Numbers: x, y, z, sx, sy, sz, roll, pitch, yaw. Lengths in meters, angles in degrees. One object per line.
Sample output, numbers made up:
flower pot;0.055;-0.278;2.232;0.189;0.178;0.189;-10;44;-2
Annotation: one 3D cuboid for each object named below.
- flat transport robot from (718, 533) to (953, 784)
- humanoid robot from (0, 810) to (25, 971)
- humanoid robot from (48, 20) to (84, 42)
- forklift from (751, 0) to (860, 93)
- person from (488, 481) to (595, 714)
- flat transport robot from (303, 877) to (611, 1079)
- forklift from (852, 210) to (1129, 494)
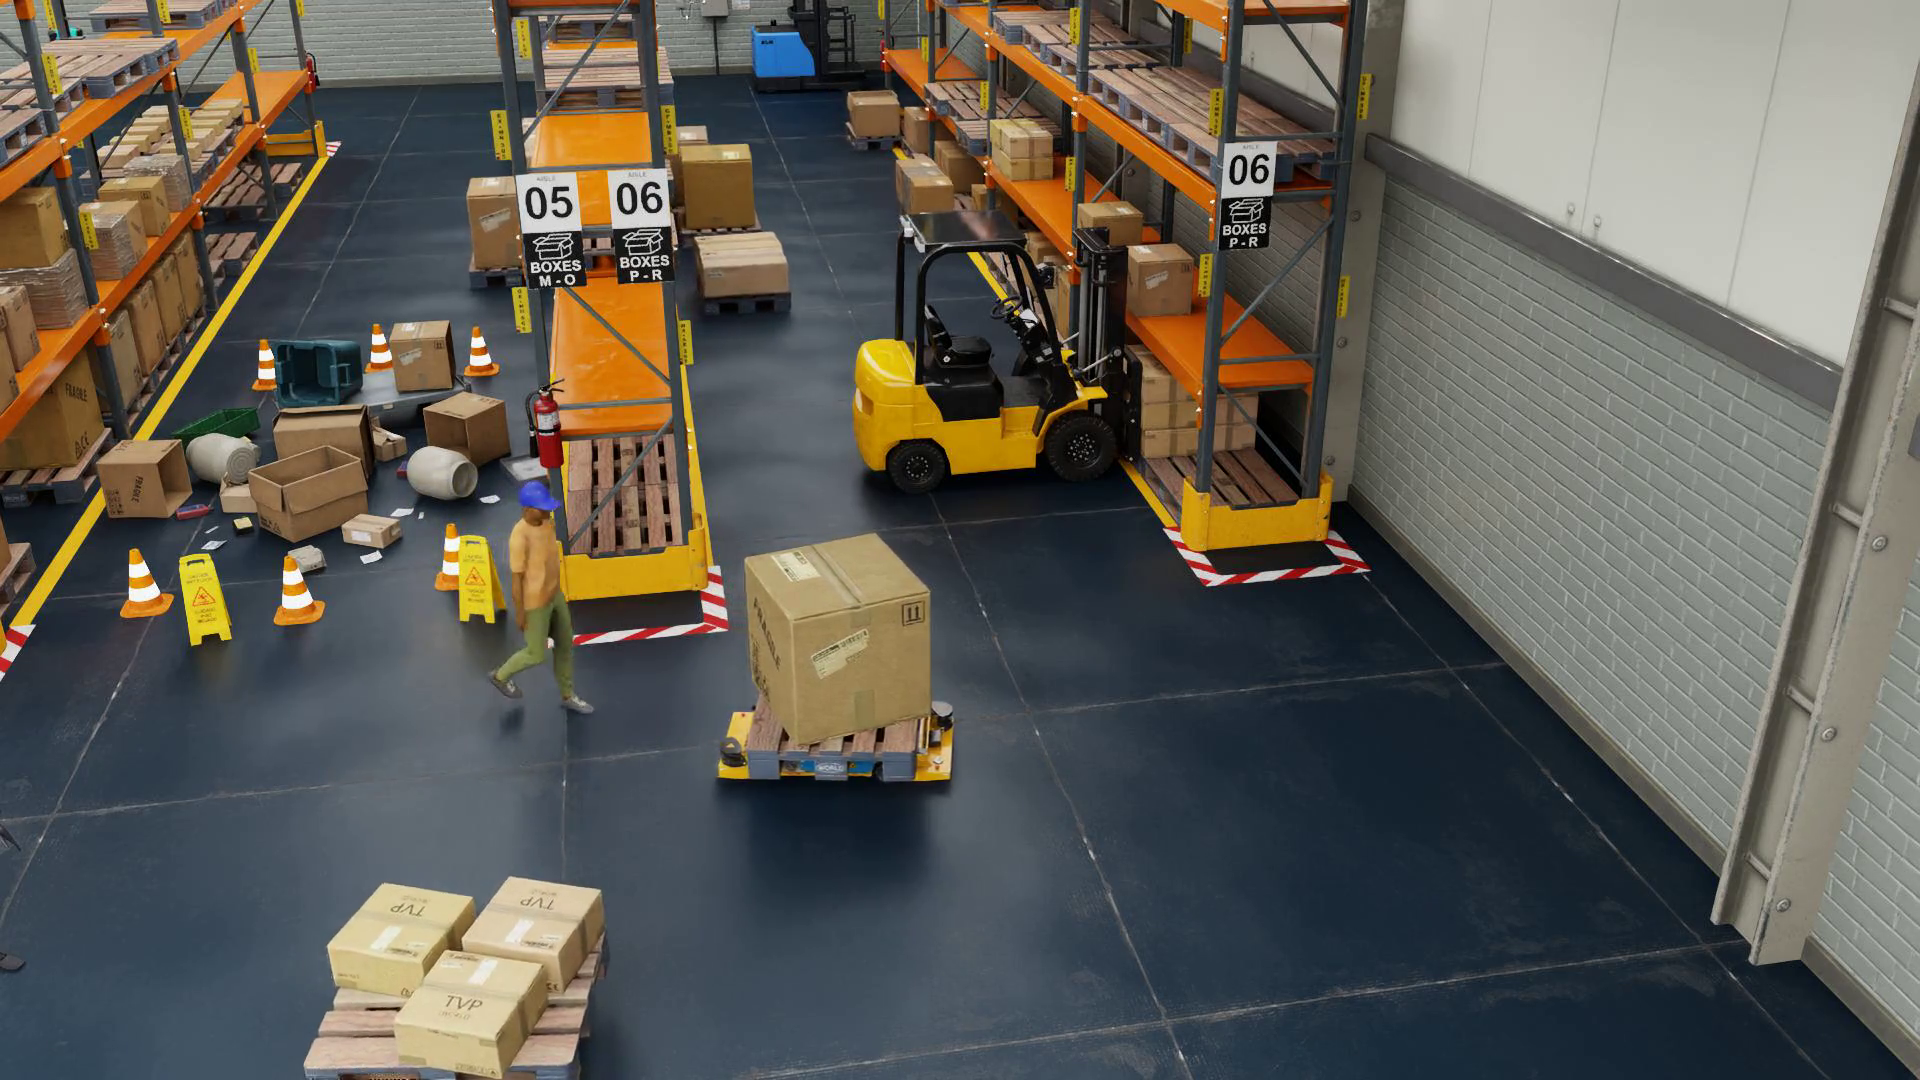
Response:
flat transport robot;-0.766;1.262;10.501;1.431;0.231;0.659;1;26;1
humanoid robot;-5.058;1.526;8.308;0.315;1.657;0.599;14;29;26
humanoid robot;-14.954;-7.883;27.890;0.530;1.777;0.974;-22;33;-38
forklift;-2.872;-9.679;30.288;1.873;2.768;1.129;-5;26;-10
person;-2.757;0.374;10.703;0.629;1.692;0.484;10;27;20
flat transport robot;-2.379;2.418;8.094;0.659;0.231;1.431;0;26;-1
forklift;0.216;-1.659;14.366;2.313;2.155;1.214;-5;26;-10
